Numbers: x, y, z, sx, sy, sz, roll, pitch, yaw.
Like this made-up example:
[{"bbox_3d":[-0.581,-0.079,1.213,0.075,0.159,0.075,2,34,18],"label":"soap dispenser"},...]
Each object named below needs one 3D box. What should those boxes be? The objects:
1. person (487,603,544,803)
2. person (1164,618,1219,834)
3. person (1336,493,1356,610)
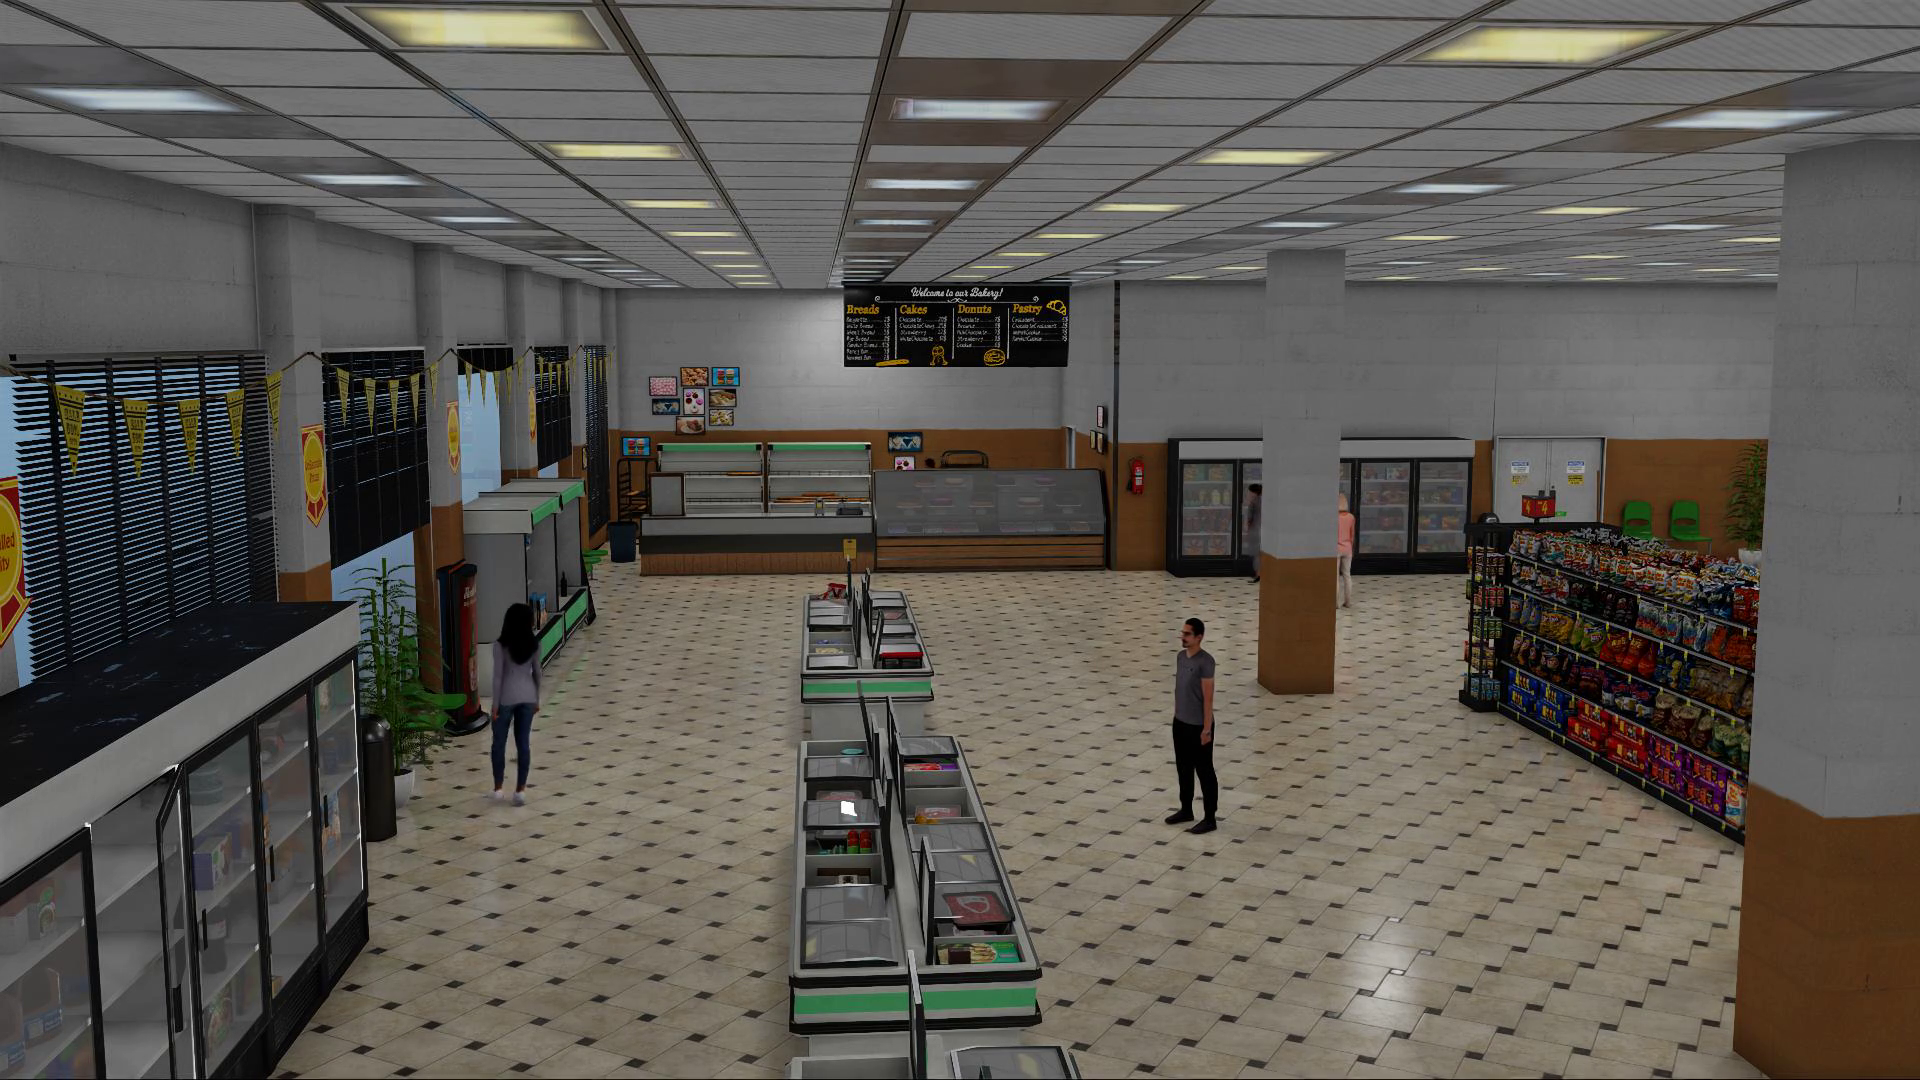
[{"bbox_3d":[-3.843,1.430,14.409,0.796,1.704,0.789,6,9,41],"label":"person"},{"bbox_3d":[1.931,1.497,13.656,0.743,1.752,0.613,-4,8,-31],"label":"person"},{"bbox_3d":[5.686,0.154,24.884,0.631,1.724,0.566,-2,7,-14],"label":"person"}]
